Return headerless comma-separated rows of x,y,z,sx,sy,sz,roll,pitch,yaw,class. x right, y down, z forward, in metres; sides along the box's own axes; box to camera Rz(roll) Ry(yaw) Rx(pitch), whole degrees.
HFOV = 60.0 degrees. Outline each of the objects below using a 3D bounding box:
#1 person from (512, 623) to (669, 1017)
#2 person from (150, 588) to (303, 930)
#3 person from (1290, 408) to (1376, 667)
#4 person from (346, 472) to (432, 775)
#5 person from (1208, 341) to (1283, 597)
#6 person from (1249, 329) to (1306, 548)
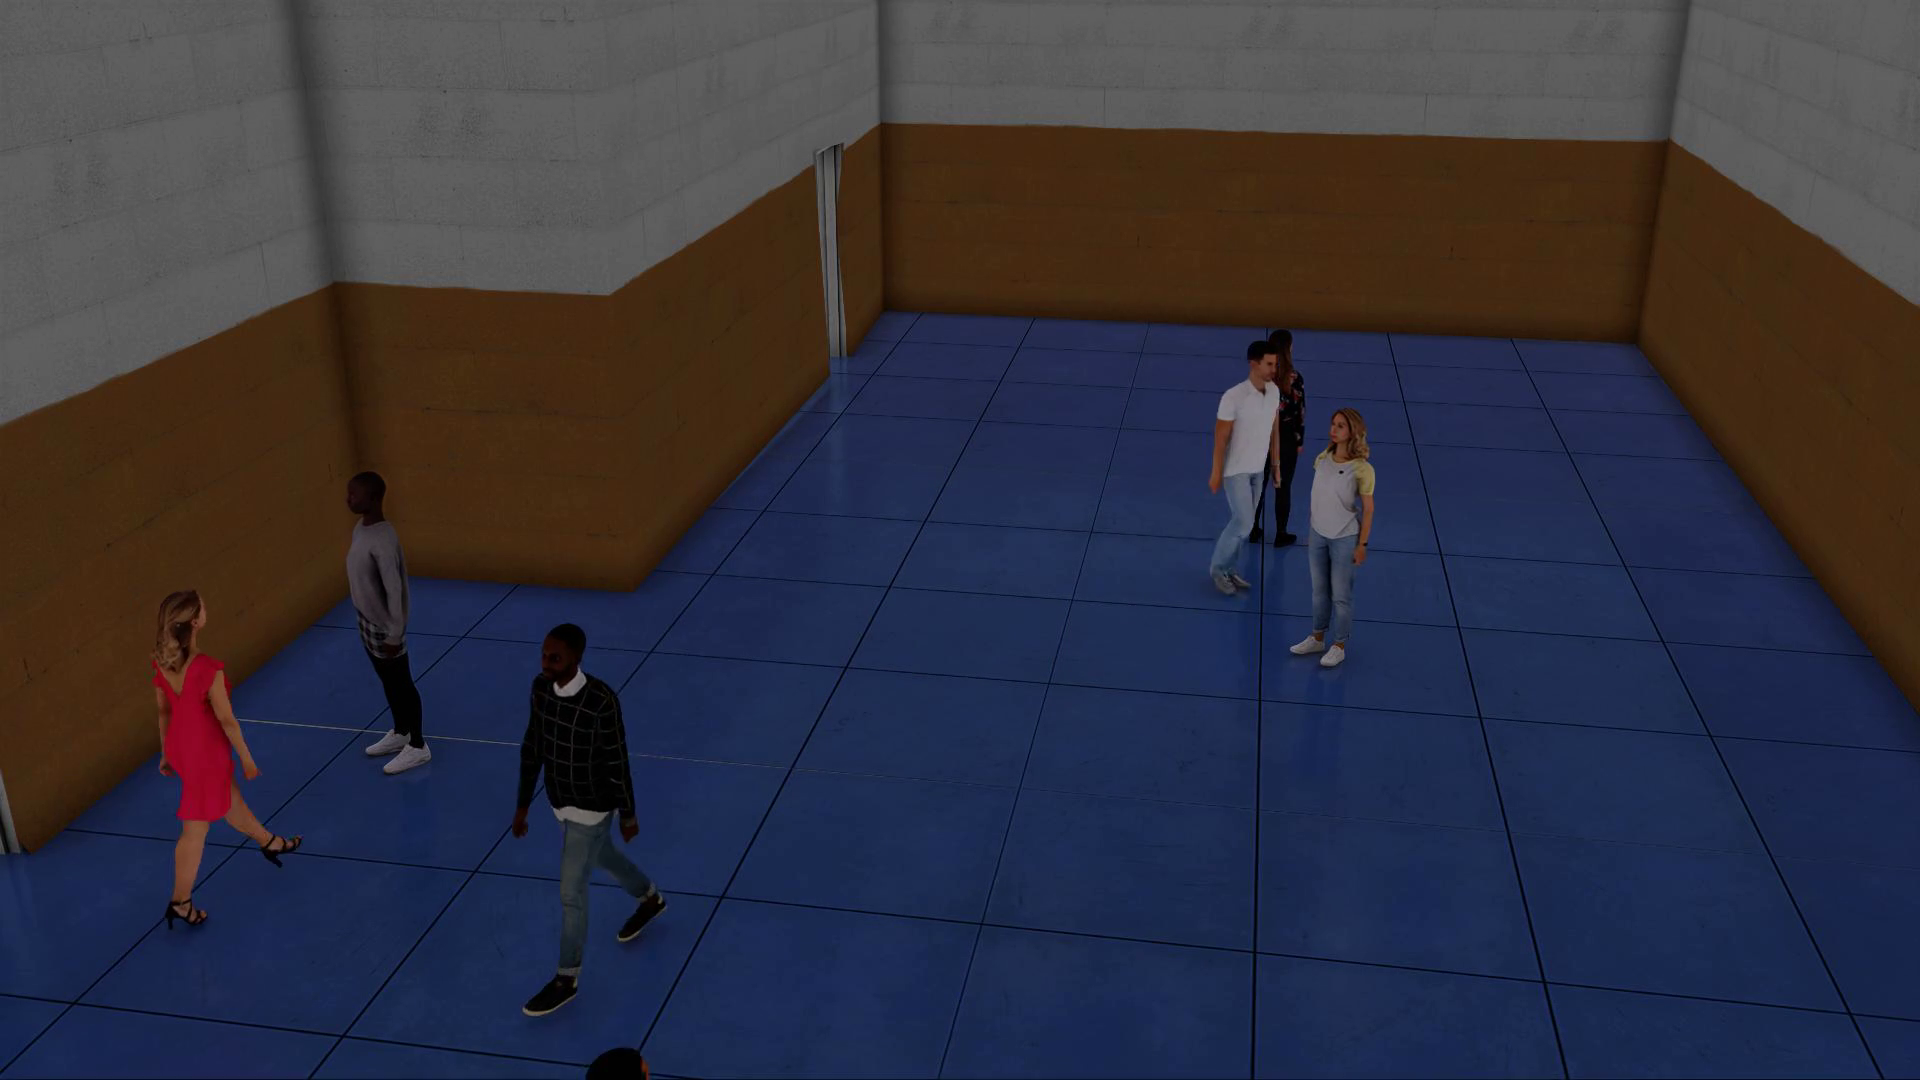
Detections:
-1.651,1.171,7.607,1.230,1.777,1.108,16,27,34,person
-3.702,1.084,7.938,1.046,1.691,0.909,13,26,30,person
2.415,-0.024,10.635,0.764,1.722,0.697,-16,27,-34,person
-3.244,0.473,9.408,0.753,1.730,0.682,-16,27,-35,person
1.937,-0.526,11.745,0.798,1.841,0.842,-15,26,-33,person
2.381,-0.771,12.570,0.574,1.680,0.702,14,26,31,person
